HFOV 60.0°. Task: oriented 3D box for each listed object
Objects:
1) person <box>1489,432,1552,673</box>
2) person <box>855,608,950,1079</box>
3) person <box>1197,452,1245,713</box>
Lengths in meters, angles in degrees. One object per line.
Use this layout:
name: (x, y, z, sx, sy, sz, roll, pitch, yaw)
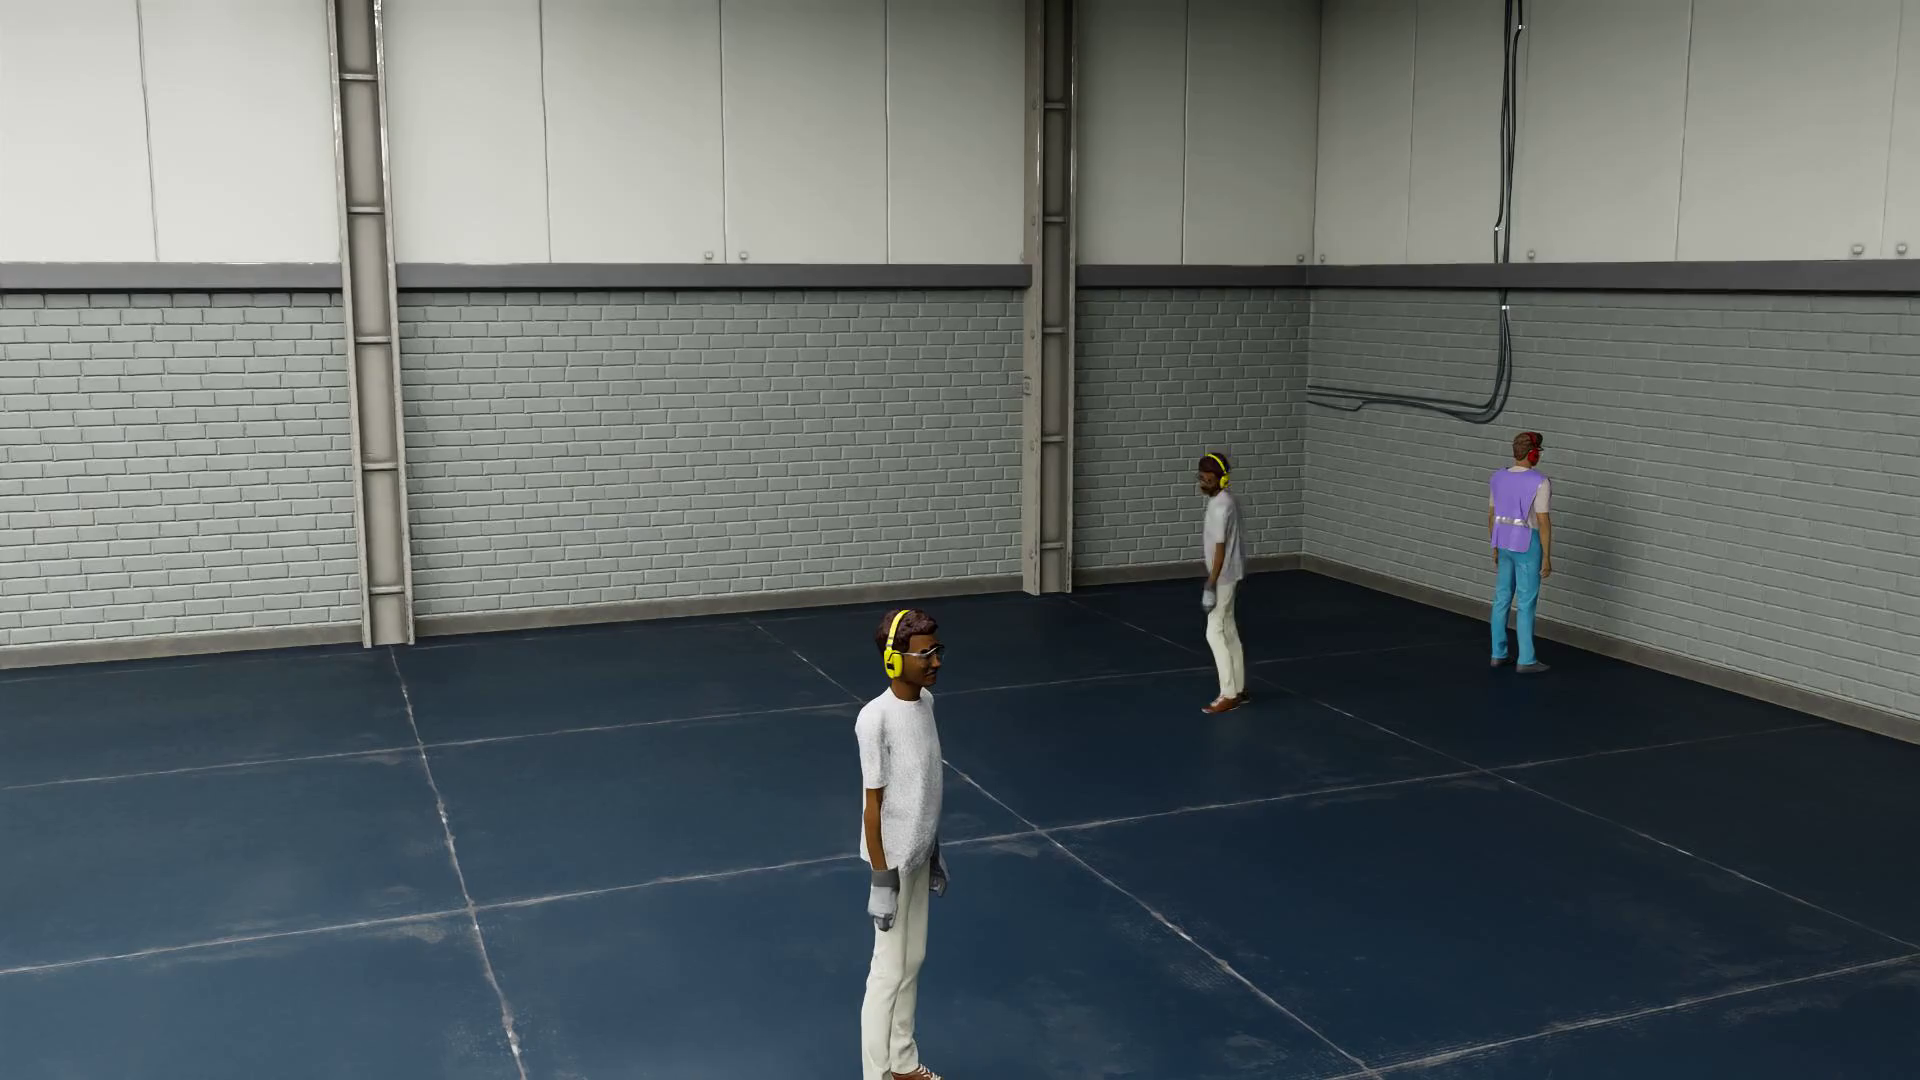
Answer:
person: (4.282, 0.092, 12.745, 0.390, 1.846, 0.564, -5, 10, -30)
person: (-0.182, 1.161, 5.958, 0.329, 1.873, 0.512, 4, 10, 21)
person: (1.842, 0.279, 11.639, 0.396, 1.829, 0.705, 2, 9, 15)
